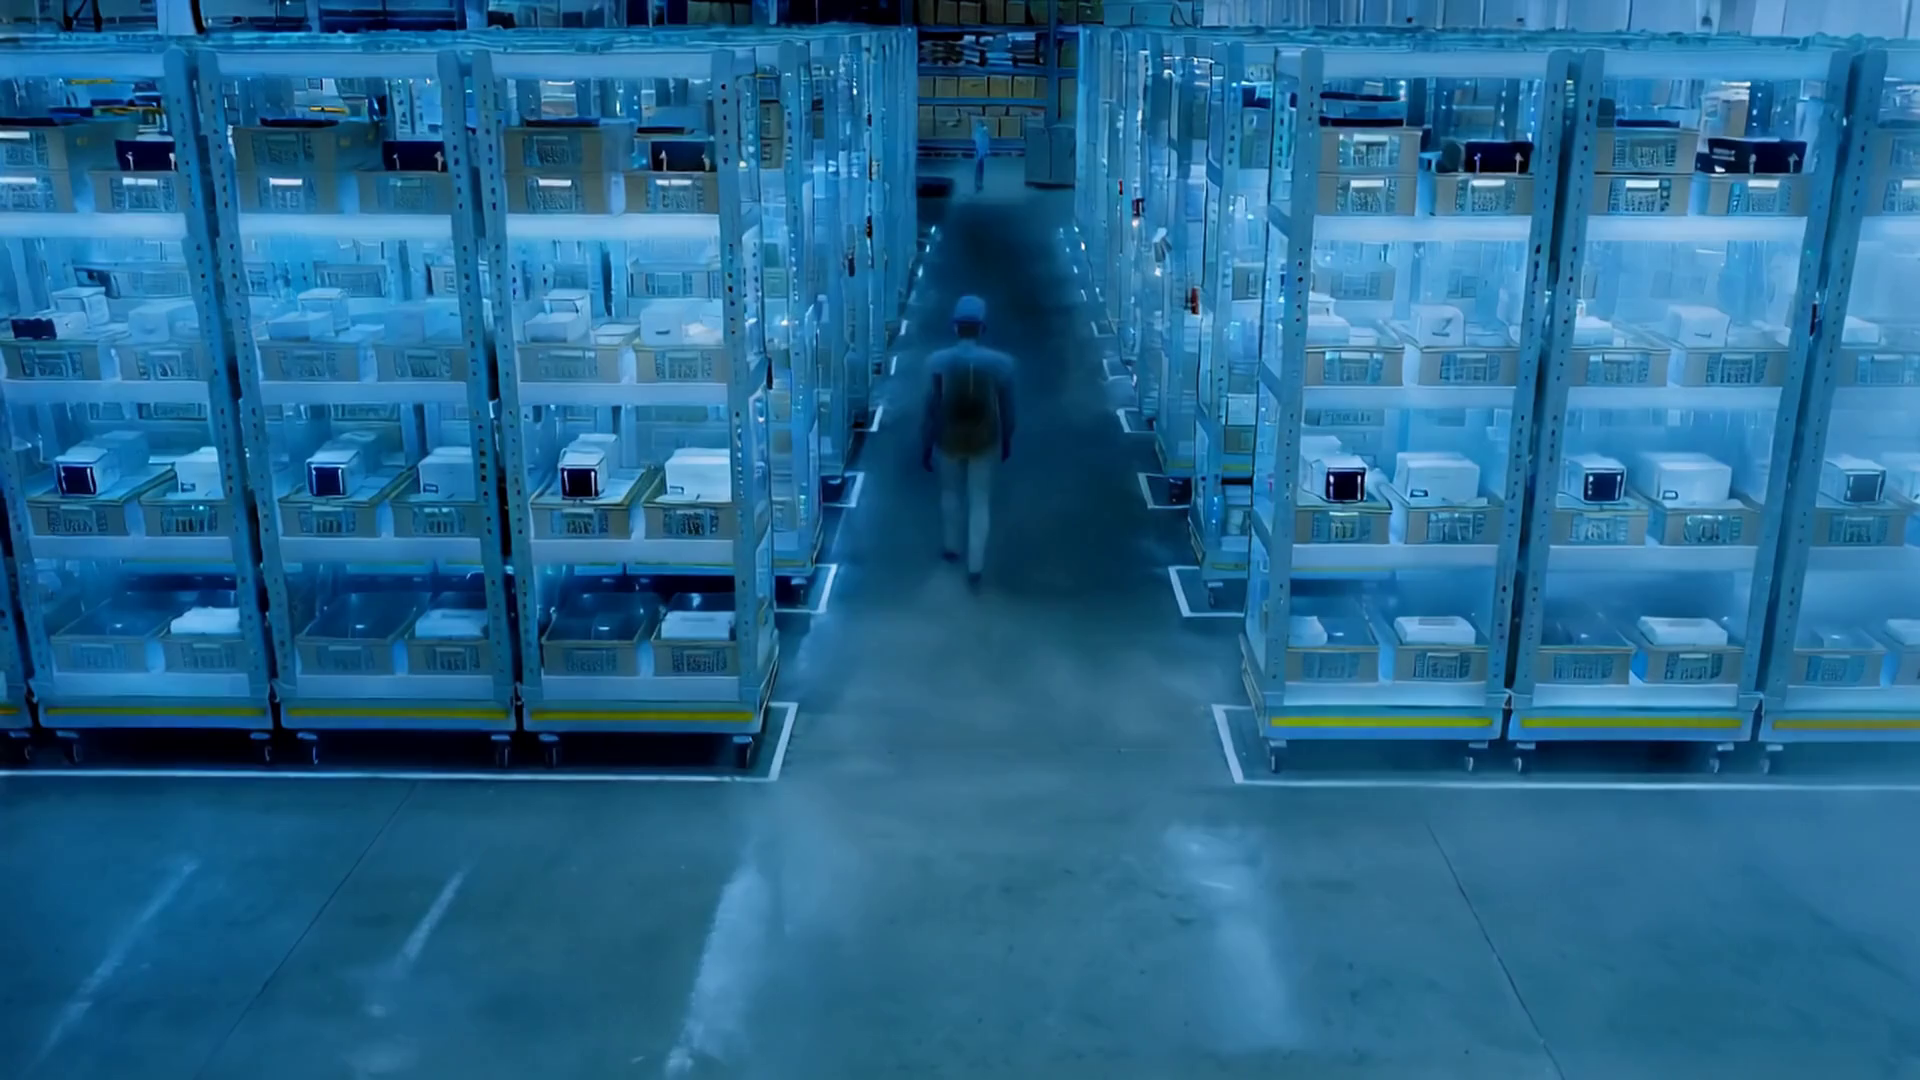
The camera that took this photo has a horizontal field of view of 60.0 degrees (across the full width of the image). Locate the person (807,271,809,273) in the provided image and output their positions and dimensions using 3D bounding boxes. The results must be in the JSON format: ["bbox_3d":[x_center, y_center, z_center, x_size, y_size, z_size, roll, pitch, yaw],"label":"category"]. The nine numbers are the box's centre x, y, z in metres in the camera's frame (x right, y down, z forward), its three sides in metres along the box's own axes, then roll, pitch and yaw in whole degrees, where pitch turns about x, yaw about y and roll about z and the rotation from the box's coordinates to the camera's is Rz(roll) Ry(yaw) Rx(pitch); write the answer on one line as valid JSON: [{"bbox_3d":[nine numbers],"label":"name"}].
[{"bbox_3d":[-1.966,-3.320,19.711,1.083,1.995,0.620,-1,17,-3],"label":"person"}]

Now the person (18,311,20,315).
[{"bbox_3d":[-9.331,-2.169,16.345,0.572,1.795,0.988,3,18,8],"label":"person"}]

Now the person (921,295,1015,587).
[{"bbox_3d":[0.052,-0.715,11.432,0.636,1.952,0.928,0,17,-1],"label":"person"}]

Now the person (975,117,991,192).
[{"bbox_3d":[0.516,-8.597,37.109,0.327,1.626,0.527,-1,17,-3],"label":"person"}]
